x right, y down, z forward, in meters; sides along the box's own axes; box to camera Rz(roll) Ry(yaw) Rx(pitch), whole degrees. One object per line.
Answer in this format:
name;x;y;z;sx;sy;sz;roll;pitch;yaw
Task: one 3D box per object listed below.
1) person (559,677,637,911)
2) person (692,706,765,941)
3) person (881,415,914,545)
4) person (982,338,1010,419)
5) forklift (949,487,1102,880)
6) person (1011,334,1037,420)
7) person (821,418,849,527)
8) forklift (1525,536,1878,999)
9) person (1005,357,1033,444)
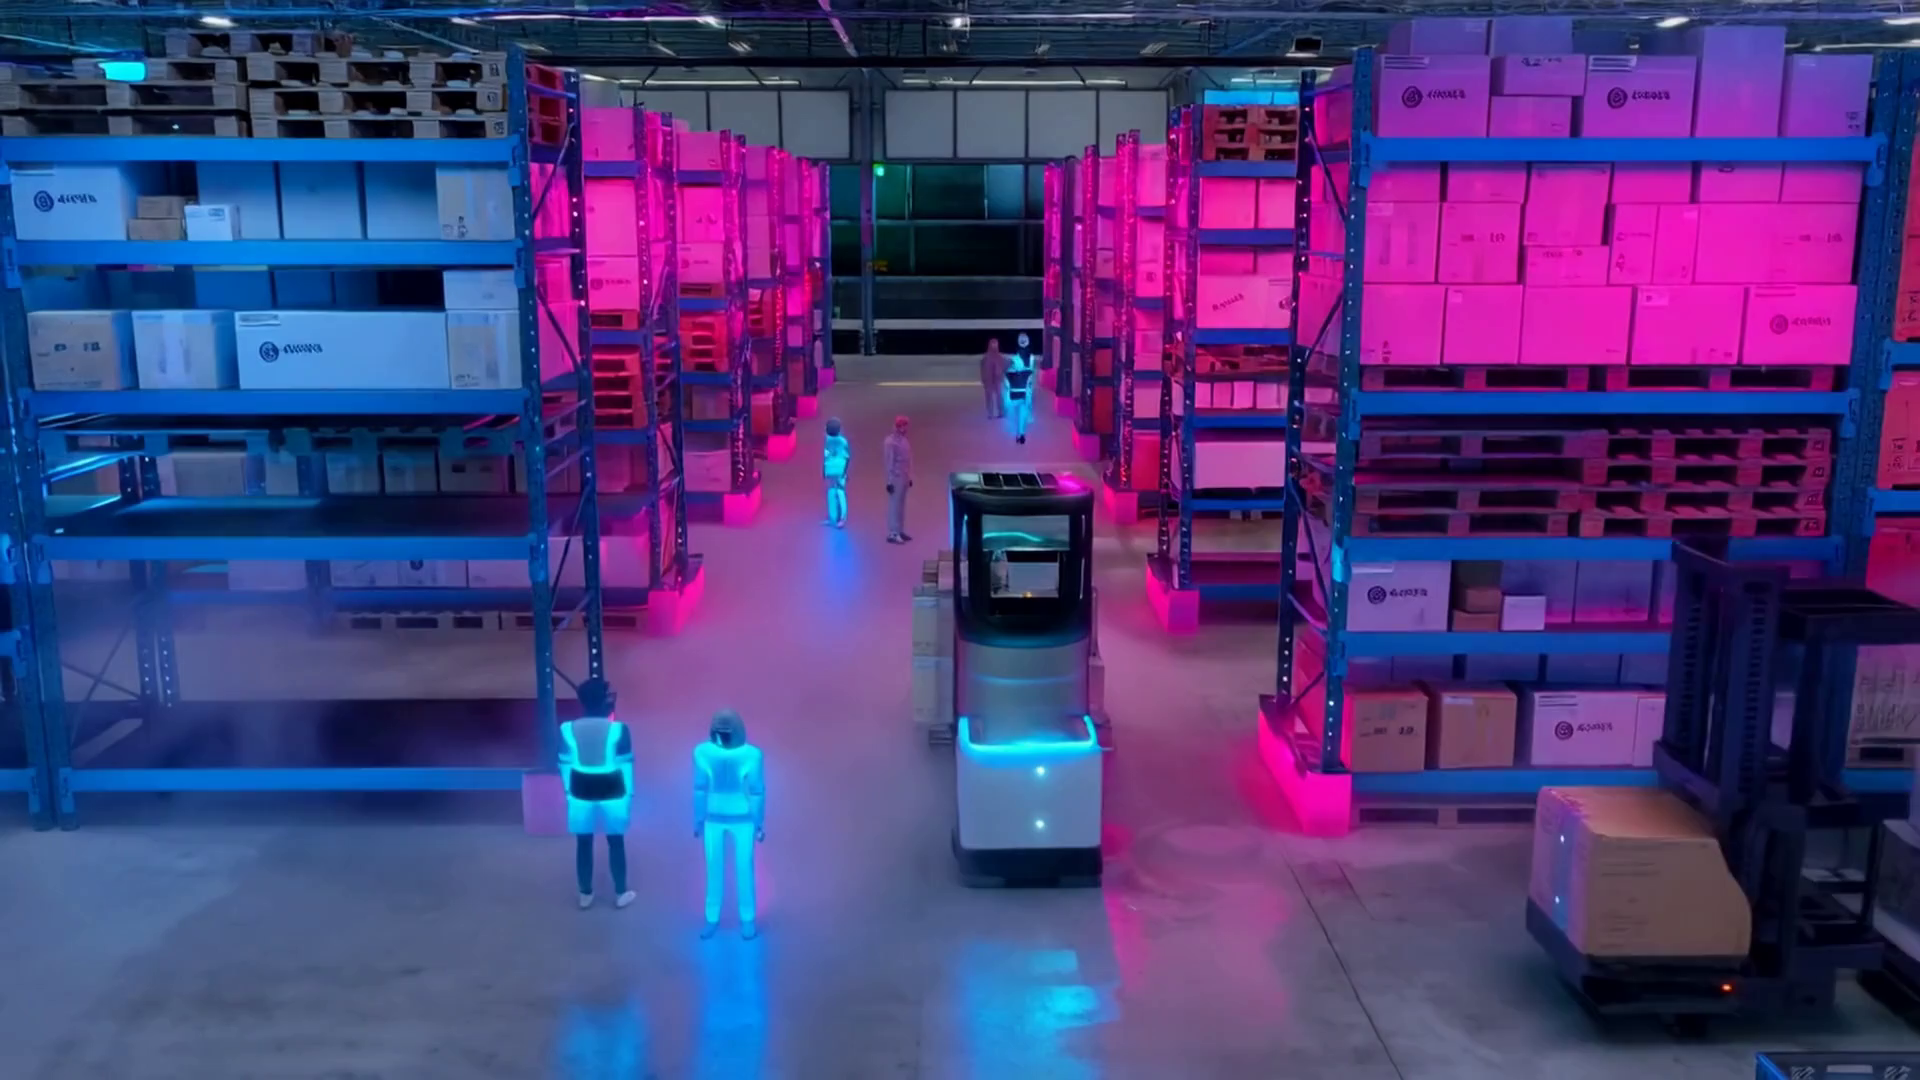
person;-2.550;1.794;11.753;0.533;1.697;0.319;0;11;1
person;-1.569;1.919;11.291;0.499;1.634;0.279;1;11;4
person;-0.897;-0.895;24.564;0.411;1.908;0.643;5;12;23
person;0.836;-3.756;38.802;0.654;1.892;0.403;-1;11;-3
forklift;0.495;0.986;12.813;1.129;2.768;1.873;0;11;-2
person;1.502;-3.766;38.541;0.649;2.000;0.977;-2;12;-7
person;-1.943;-1.053;25.862;0.532;1.699;0.318;10;15;41
forklift;4.803;1.416;10.680;1.873;2.768;1.129;0;11;-1
person;1.236;-2.917;34.793;0.576;1.827;0.775;0;11;0
